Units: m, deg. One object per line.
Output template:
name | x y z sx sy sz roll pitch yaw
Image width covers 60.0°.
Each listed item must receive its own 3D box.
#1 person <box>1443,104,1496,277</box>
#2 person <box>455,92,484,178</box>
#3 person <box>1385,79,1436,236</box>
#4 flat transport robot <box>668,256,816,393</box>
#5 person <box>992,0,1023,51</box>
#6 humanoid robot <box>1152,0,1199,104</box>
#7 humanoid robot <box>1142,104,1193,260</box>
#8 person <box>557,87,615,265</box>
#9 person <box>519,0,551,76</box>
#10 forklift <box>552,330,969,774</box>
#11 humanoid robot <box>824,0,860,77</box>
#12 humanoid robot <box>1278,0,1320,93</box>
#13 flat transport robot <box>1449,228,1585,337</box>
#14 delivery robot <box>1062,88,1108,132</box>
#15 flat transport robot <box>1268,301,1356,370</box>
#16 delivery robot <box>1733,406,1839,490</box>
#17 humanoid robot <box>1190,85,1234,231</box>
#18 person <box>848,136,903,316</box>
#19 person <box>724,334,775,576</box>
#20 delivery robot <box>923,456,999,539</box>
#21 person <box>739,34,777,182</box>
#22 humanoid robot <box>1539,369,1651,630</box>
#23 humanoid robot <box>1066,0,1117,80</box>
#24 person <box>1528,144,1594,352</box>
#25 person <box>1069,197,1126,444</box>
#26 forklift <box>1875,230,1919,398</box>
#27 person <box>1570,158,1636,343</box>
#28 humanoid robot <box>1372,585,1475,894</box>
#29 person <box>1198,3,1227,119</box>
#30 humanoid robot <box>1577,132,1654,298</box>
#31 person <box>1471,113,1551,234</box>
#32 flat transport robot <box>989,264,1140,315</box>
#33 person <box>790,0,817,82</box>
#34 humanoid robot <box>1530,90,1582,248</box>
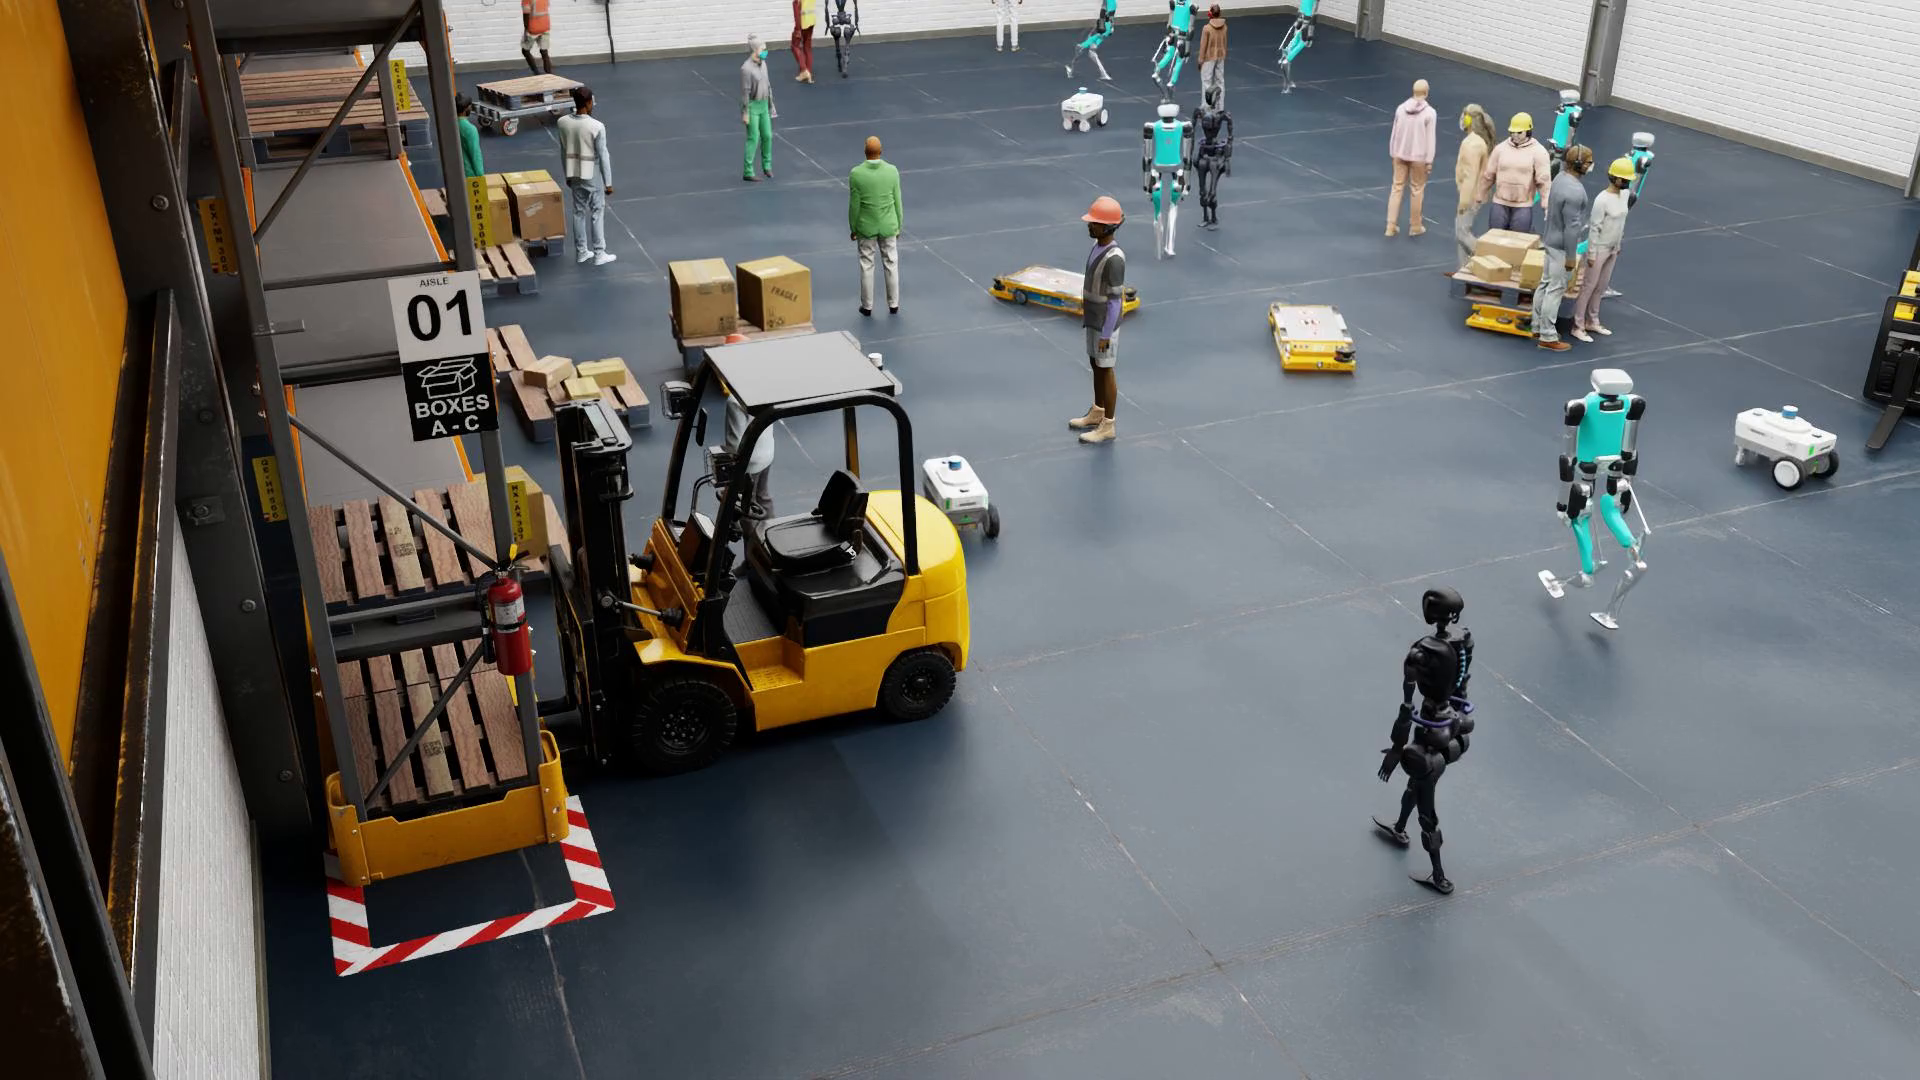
person | 5.396 -3.627 17.453 0.531 1.847 0.554 9 28 18
person | -5.335 -3.908 18.011 0.496 1.843 0.404 19 33 33
person | 5.159 -4.349 18.972 0.539 1.785 0.469 19 32 33
flat transport robot | -1.988 -1.713 15.394 0.659 0.231 1.431 -7 28 -14
person | 0.826 -9.572 29.231 0.572 1.883 0.357 1 27 2
humanoid robot | 3.127 -7.247 24.890 0.736 1.904 0.557 -20 33 -35
humanoid robot | 2.233 -3.849 18.128 0.560 1.896 0.760 2 27 4
person | -4.029 -3.920 17.968 0.596 1.907 0.410 10 29 20
person | -6.669 -8.064 26.155 0.450 1.951 0.645 17 31 30
forklift | -1.094 0.010 9.831 2.313 2.155 1.214 -10 28 -20
humanoid robot | -1.933 -8.483 27.335 0.591 1.623 0.772 0 27 0
humanoid robot | 5.216 -7.938 26.190 0.805 1.804 0.531 -7 28 -14
flat transport robot | 5.636 -2.359 16.680 0.659 0.231 1.431 16 31 29
delivery robot | 1.781 -6.247 24.081 0.499 0.583 0.754 16 31 29
flat transport robot | 3.342 -1.949 15.864 0.659 0.231 1.431 2 27 3
delivery robot | 6.546 -0.746 13.175 0.505 0.614 0.786 -16 31 -28
humanoid robot | 2.880 -4.428 19.227 0.611 1.644 0.401 18 32 32
person | -0.835 -3.096 16.460 0.539 1.783 0.384 -5 27 -10
person | -1.474 -0.588 11.521 0.347 1.739 0.571 8 28 16
delivery robot | -0.031 -0.322 12.314 0.499 0.598 0.791 -7 28 -13
person | -2.611 -5.518 21.217 0.379 1.834 0.565 13 29 24
humanoid robot | 4.186 -0.197 10.752 0.535 1.741 1.007 -5 27 -10
humanoid robot | 2.100 -8.350 26.975 0.935 1.779 0.551 12 29 23
person | 5.639 -2.737 15.575 0.355 1.937 0.634 1 27 2
person | 1.138 -1.792 13.576 0.365 2.048 0.607 -5 27 -9
forklift | 9.029 -2.397 14.618 1.214 2.155 2.313 18 32 32
person | 6.150 -2.764 15.830 0.527 1.760 0.336 -22 34 -36
humanoid robot | 2.374 0.982 8.487 0.589 1.635 0.630 -21 34 -36
person | 3.718 -7.022 24.425 0.456 1.644 0.309 -13 29 -24
humanoid robot | 6.449 -3.224 16.774 0.792 1.767 0.543 5 27 9
person | 5.709 -3.483 17.154 0.819 1.853 0.434 17 31 30
flat transport robot | 1.065 -2.534 17.029 1.431 0.231 0.659 20 33 34
person | -2.509 -8.262 26.776 0.432 1.754 0.482 22 34 37
humanoid robot | 6.450 -4.089 18.473 0.665 1.783 0.537 1 27 1
